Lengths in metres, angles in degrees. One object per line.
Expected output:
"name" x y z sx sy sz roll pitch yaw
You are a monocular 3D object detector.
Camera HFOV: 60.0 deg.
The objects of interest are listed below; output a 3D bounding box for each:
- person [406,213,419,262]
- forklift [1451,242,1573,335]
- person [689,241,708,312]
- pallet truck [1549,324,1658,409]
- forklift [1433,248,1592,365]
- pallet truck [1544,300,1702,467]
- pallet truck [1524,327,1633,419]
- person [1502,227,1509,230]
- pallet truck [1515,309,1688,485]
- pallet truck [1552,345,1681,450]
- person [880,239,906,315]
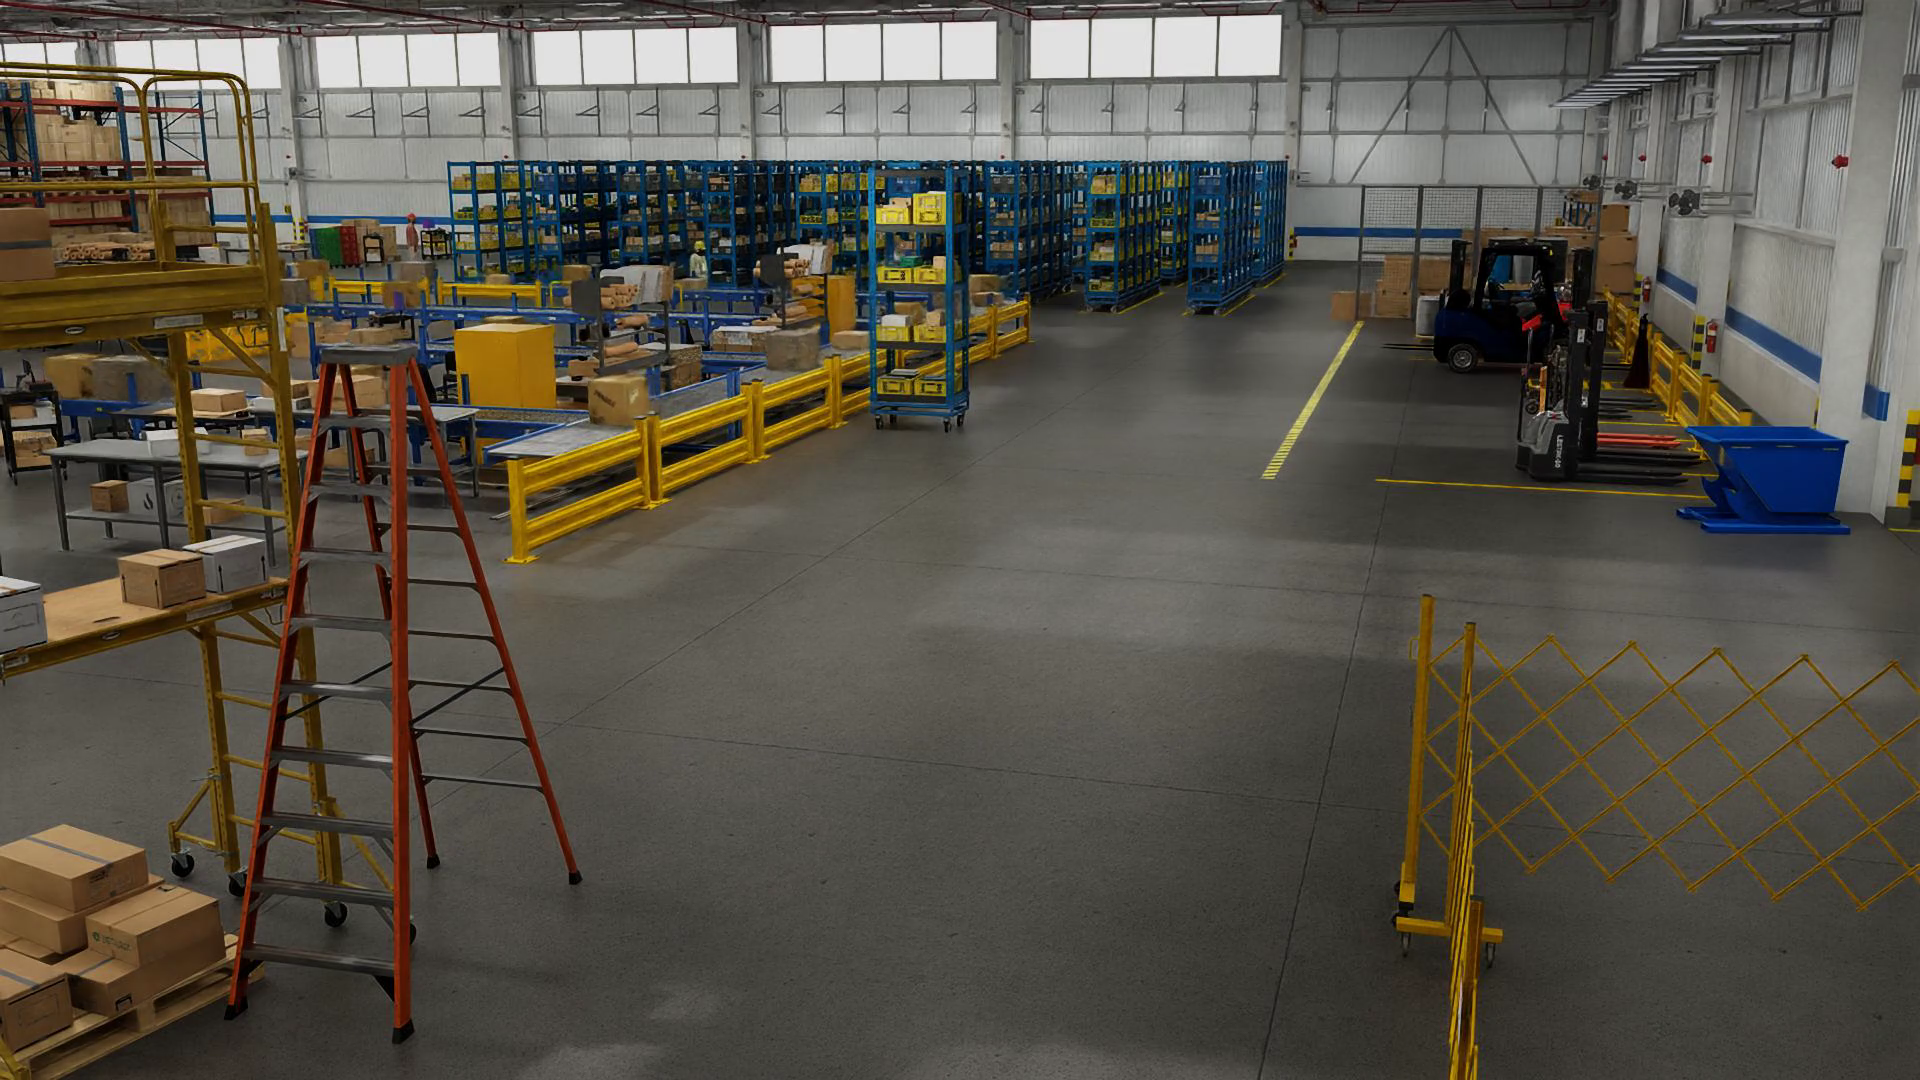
"person" -17.019 -9.160 51.769 0.375 1.997 0.611 -7 15 -28
"forklift" 10.464 -4.597 31.405 2.680 1.987 1.157 4 14 16
"person" -6.062 -6.033 38.655 0.404 1.825 0.597 3 13 14
"pallet truck" 9.824 -2.669 25.407 1.601 1.201 0.680 4 14 16
"forklift" 9.780 -4.111 29.280 2.680 1.987 1.157 3 13 14
"pallet truck" 8.263 -1.952 20.631 1.885 1.965 0.823 5 14 20
"pallet truck" 9.065 -2.460 24.370 1.522 1.261 0.704 3 13 14
"person" 14.743 -7.533 45.076 0.567 1.843 0.389 -1 13 -3
"pallet truck" 7.554 -1.677 19.446 1.885 1.965 0.823 3 13 14
"pallet truck" 8.641 -1.896 21.908 1.630 1.274 0.653 4 14 16
"person" -1.462 -6.006 38.415 0.870 1.875 0.642 5 14 20
